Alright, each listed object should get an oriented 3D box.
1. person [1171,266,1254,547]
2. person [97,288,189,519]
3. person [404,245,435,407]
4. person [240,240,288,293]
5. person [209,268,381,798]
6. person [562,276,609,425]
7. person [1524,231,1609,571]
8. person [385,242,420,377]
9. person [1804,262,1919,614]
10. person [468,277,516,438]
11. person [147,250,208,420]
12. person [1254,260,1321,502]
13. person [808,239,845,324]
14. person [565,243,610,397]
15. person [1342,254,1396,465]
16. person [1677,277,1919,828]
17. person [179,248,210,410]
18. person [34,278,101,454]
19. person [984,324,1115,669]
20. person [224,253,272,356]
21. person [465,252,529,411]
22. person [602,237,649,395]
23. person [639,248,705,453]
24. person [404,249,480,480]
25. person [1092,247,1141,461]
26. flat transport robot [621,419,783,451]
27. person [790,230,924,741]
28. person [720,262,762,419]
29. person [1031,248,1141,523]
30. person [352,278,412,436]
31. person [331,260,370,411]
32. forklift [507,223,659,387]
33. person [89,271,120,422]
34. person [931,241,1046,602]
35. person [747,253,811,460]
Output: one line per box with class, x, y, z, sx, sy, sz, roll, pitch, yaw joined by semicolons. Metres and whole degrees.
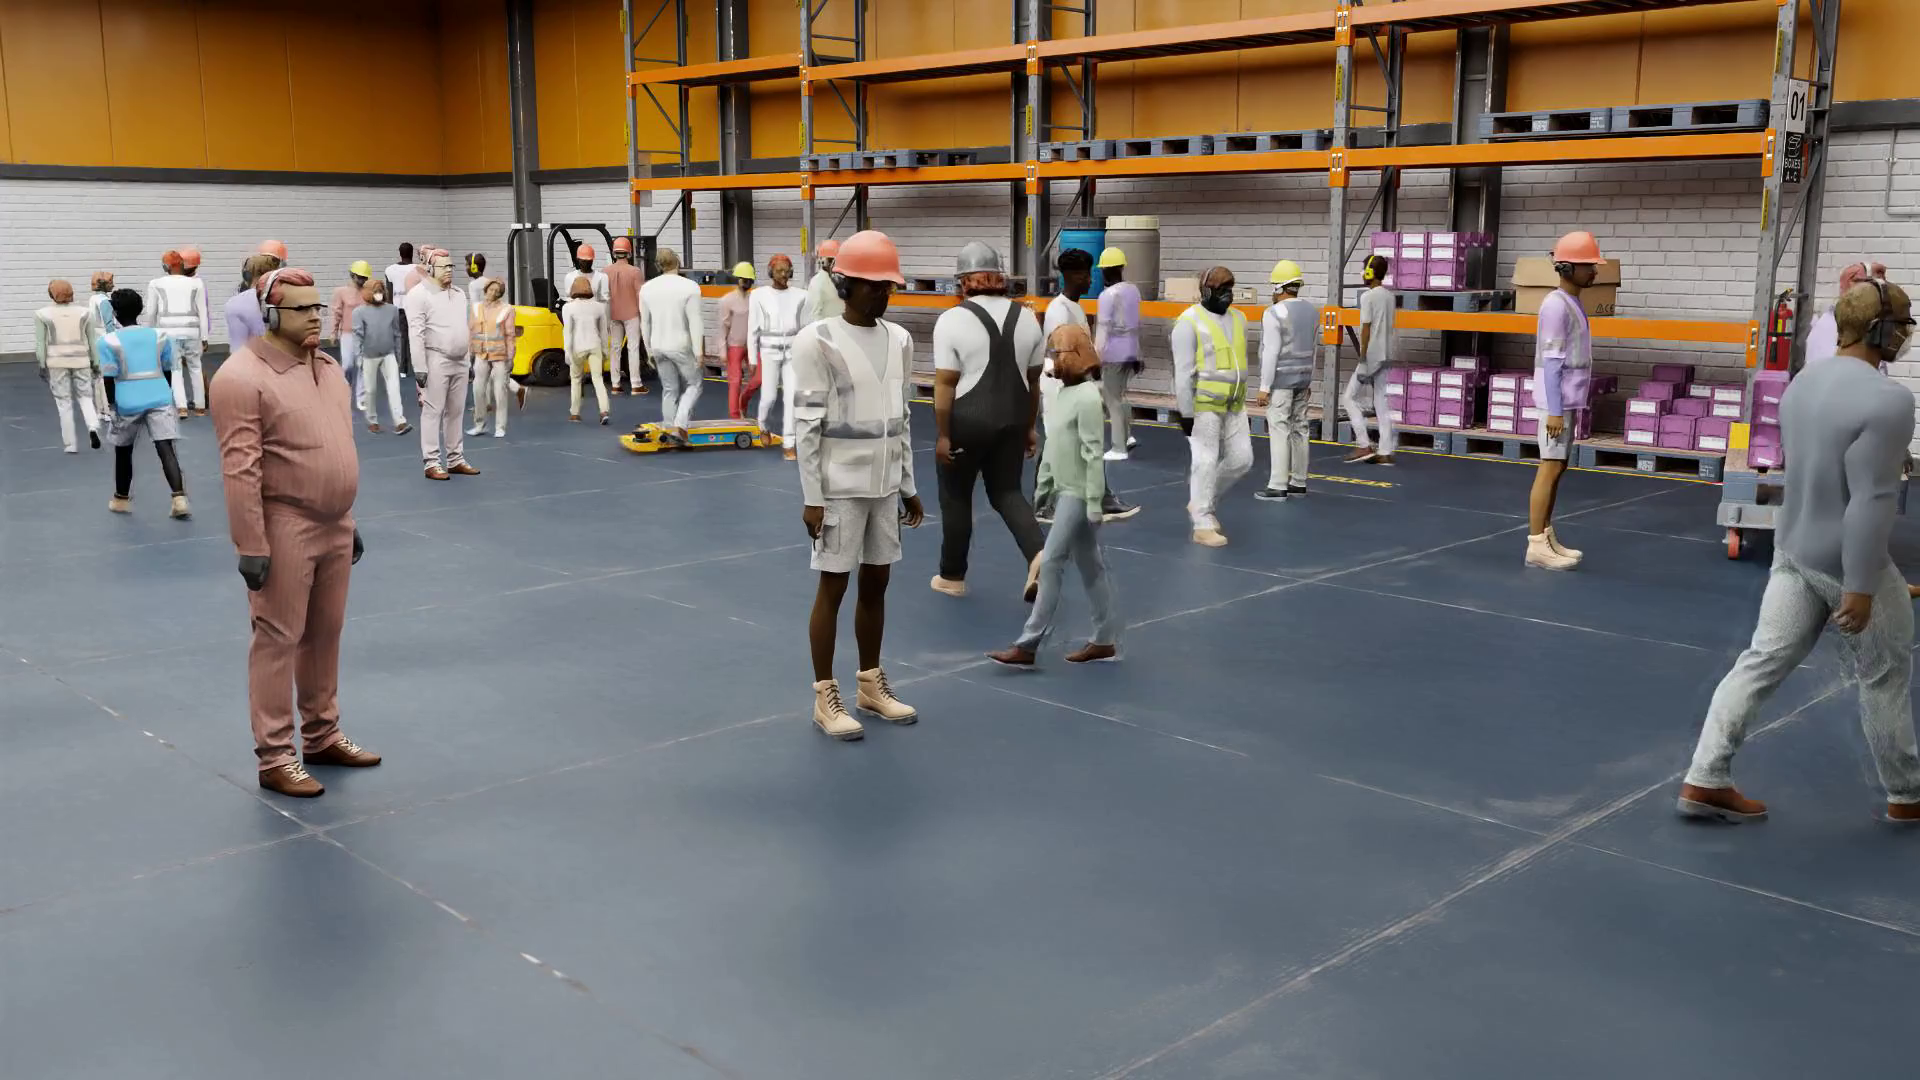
person;1.659;-0.870;10.871;0.647;1.824;0.444;-8;13;-36
person;-5.857;-0.974;11.914;0.882;1.654;0.541;10;14;43
person;-6.257;-2.530;19.700;0.410;1.912;0.643;3;11;17
person;-6.352;-1.807;15.564;0.634;1.972;0.516;-1;10;-3
person;-2.403;-0.035;6.101;0.403;1.906;0.652;3;11;14
person;-4.000;-2.035;17.861;0.518;1.593;0.855;-7;12;-32
person;3.697;-0.841;10.137;0.387;2.040;0.631;5;12;27
person;-7.896;-3.289;23.814;0.591;1.918;0.383;0;10;-2
person;4.826;-0.518;8.817;0.869;1.874;0.650;3;11;15
person;-4.654;-1.815;16.612;0.545;1.612;0.351;3;11;13
person;-8.612;-2.254;18.351;0.584;1.861;0.671;-7;12;-32
person;2.479;-1.211;12.711;0.591;1.833;0.404;-9;13;-39
person;-1.282;-2.006;16.644;0.599;1.971;0.652;4;11;21
person;-4.648;-2.742;20.823;0.546;1.925;0.406;-2;11;-12
person;3.622;-1.582;14.687;0.549;1.849;0.566;-9;14;-41
person;2.961;0.064;5.631;1.014;1.890;0.648;-1;10;-5
person;-8.863;-2.429;19.243;0.376;1.872;0.670;-7;13;-35
person;-8.237;-1.598;15.382;0.517;1.629;0.412;-8;13;-39
person;0.413;-0.190;7.743;0.752;1.603;0.525;-2;11;-10
person;-5.416;-1.288;13.006;0.634;1.887;1.006;-9;14;-41
person;-5.313;-2.350;18.942;0.774;1.841;0.504;2;11;13
person;-4.263;-2.843;21.163;0.615;1.997;0.373;3;11;16
person;-2.649;-1.757;15.493;0.657;1.906;0.442;4;11;20
person;-4.293;-1.462;13.882;0.407;1.906;0.655;5;12;25
person;1.381;-1.662;14.944;0.419;1.910;0.627;7;13;34
flat transport robot;-2.461;-1.012;15.890;1.431;0.197;0.652;-4;11;-22
person;-0.389;-0.221;6.753;0.387;2.041;0.605;10;15;44
person;-2.250;-2.004;17.251;0.552;1.744;0.375;-9;14;-42
person;0.887;-1.055;11.604;0.889;1.922;0.626;4;11;19
person;-5.852;-1.838;16.789;0.527;1.581;0.855;-8;13;-39
person;-6.959;-2.358;19.221;0.556;1.734;0.400;-6;12;-29
forklift;-5.316;-3.263;22.920;2.313;2.155;1.214;-10;14;-44
person;-9.283;-2.097;18.084;0.310;1.636;0.523;-9;14;-41
person;0.172;-0.660;9.142;0.680;2.000;0.857;-6;12;-30
person;-1.662;-1.681;15.200;0.584;1.867;0.724;-3;11;-18
